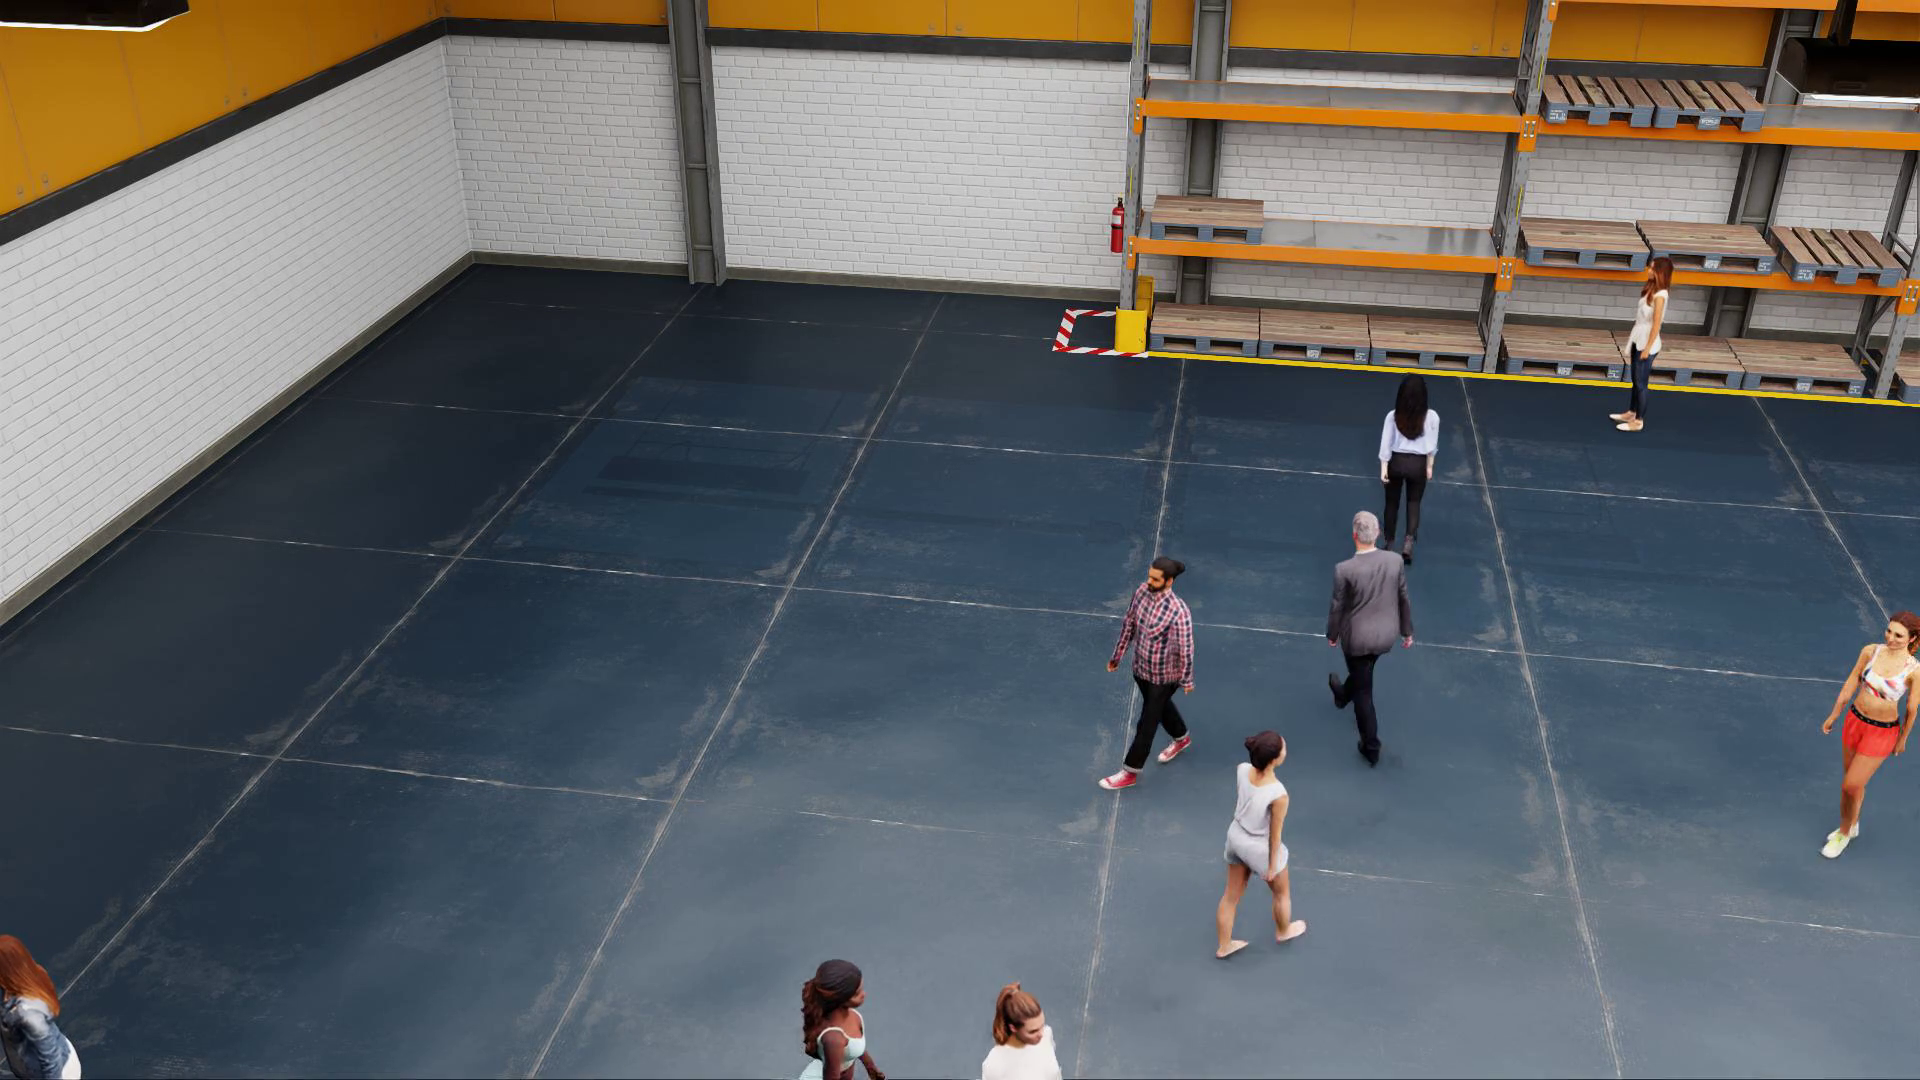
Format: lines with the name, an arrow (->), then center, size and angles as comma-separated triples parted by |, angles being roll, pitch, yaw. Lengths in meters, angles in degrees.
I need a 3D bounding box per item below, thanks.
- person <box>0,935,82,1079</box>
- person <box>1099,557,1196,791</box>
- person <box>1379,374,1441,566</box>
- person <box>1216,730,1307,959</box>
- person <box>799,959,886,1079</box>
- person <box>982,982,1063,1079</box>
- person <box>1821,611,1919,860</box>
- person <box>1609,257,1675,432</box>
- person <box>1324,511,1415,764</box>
person -> -4.491, 2.616, 8.245 | 0.736, 1.700, 0.674 | -19, 34, -31
person -> 1.412, 0.862, 11.425 | 1.218, 1.735, 1.115 | -16, 32, -26
person -> 3.763, -0.538, 13.995 | 0.773, 1.730, 0.706 | 4, 29, 7
person -> 1.674, 1.831, 9.796 | 0.913, 1.592, 0.869 | -21, 35, -33
person -> -0.708, 2.724, 8.065 | 1.067, 1.684, 0.796 | -6, 29, -11
person -> 0.225, 2.775, 7.942 | 0.750, 1.711, 0.725 | 20, 34, 32
person -> 5.926, 1.211, 10.742 | 0.818, 1.775, 0.753 | -14, 32, -24
person -> 6.820, -1.947, 16.522 | 0.520, 1.785, 0.597 | 4, 29, 7
person -> 2.880, 0.728, 11.623 | 1.250, 1.780, 1.162 | -6, 29, -11
